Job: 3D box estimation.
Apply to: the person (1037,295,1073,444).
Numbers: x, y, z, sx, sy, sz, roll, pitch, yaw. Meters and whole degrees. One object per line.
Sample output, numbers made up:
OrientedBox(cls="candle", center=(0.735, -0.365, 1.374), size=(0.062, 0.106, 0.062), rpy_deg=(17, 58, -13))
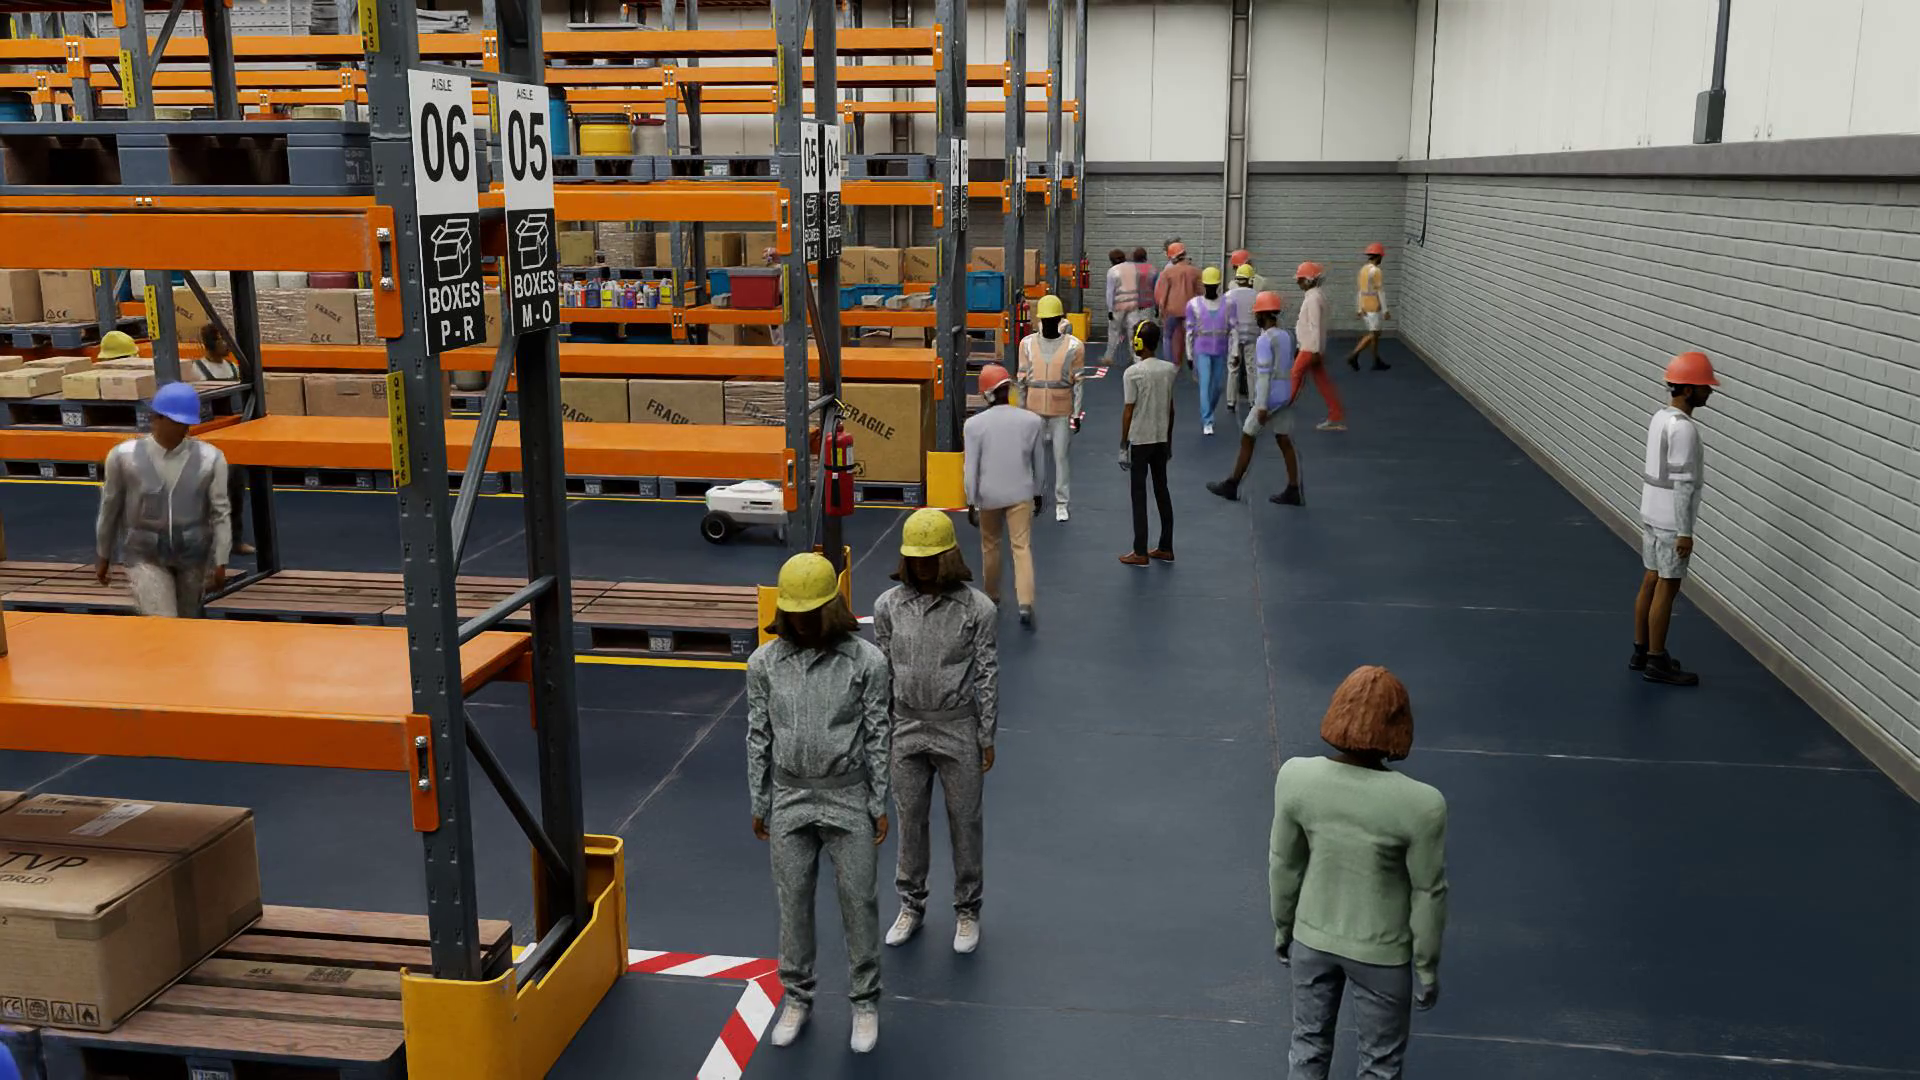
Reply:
OrientedBox(cls="person", center=(1.033, -1.851, 18.166), size=(0.313, 1.630, 0.527), rpy_deg=(-11, 17, -41))

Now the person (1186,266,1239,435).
OrientedBox(cls="person", center=(2.881, -2.191, 19.089), size=(0.608, 1.901, 0.780), rpy_deg=(-1, 13, -3))

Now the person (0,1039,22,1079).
OrientedBox(cls="person", center=(-1.264, 1.506, 2.369), size=(0.621, 1.925, 0.703), rpy_deg=(5, 14, 23))

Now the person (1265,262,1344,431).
OrientedBox(cls="person", center=(3.969, -2.213, 19.108), size=(1.034, 1.934, 0.647), rpy_deg=(3, 13, 14))

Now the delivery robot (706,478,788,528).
OrientedBox(cls="delivery robot", center=(-1.674, -0.305, 13.419), size=(0.707, 0.478, 0.477), rpy_deg=(2, 13, 10))

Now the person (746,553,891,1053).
OrientedBox(cls="person", center=(-0.478, 0.884, 5.591), size=(0.489, 1.731, 0.320), rpy_deg=(1, 13, 6))

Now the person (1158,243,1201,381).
OrientedBox(cls="person", center=(3.149, -3.268, 23.839), size=(0.660, 1.945, 0.736), rpy_deg=(-4, 13, -17))

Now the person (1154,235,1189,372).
OrientedBox(cls="person", center=(3.161, -3.541, 24.856), size=(0.536, 2.000, 0.678), rpy_deg=(4, 13, 19))

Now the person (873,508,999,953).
OrientedBox(cls="person", center=(-0.097, 0.728, 6.293), size=(0.487, 1.736, 0.340), rpy_deg=(3, 13, 13))

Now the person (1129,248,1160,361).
OrientedBox(cls="person", center=(2.800, -3.632, 25.852), size=(0.641, 1.787, 0.980), rpy_deg=(2, 13, 10))

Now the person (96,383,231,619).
OrientedBox(cls="person", center=(-4.240, 0.084, 8.888), size=(0.658, 1.868, 0.989), rpy_deg=(-8, 15, -32))

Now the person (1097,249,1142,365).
OrientedBox(cls="person", center=(2.497, -3.540, 25.432), size=(0.739, 1.783, 0.899), rpy_deg=(-6, 14, -25))

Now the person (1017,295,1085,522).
OrientedBox(cls="person", center=(0.763, -1.117, 14.172), size=(0.585, 1.927, 0.366), rpy_deg=(3, 13, 13))

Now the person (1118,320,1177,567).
OrientedBox(cls="person", center=(1.421, -0.727, 12.584), size=(0.511, 1.859, 0.332), rpy_deg=(-8, 15, -33))

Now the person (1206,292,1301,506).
OrientedBox(cls="person", center=(2.693, -1.271, 14.938), size=(0.945, 1.890, 0.576), rpy_deg=(9, 15, 36))

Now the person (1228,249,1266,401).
OrientedBox(cls="person", center=(3.729, -2.764, 21.530), size=(0.637, 1.961, 0.629), rpy_deg=(-7, 14, -28))

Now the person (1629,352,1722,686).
OrientedBox(cls="person", center=(4.163, -0.128, 9.683), size=(0.362, 1.938, 0.545), rpy_deg=(1, 13, 6))

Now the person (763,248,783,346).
OrientedBox(cls="person", center=(-2.629, -3.167, 23.488), size=(0.404, 1.903, 0.636), rpy_deg=(-1, 13, -6))

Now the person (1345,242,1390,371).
OrientedBox(cls="person", center=(6.134, -3.475, 24.842), size=(0.768, 1.914, 0.555), rpy_deg=(-2, 13, -10))

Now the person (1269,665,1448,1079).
OrientedBox(cls="person", center=(1.097, 1.144, 4.636), size=(0.502, 1.632, 0.279), rpy_deg=(9, 15, 35))

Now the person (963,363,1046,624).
OrientedBox(cls="person", center=(0.300, -0.319, 11.056), size=(0.569, 1.714, 0.876), rpy_deg=(-2, 13, -7))

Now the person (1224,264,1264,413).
OrientedBox(cls="person", center=(3.502, -2.483, 20.565), size=(0.592, 1.828, 0.404), rpy_deg=(3, 13, 15))

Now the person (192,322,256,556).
OrientedBox(cls="person", center=(-5.660, -0.764, 12.805), size=(0.390, 1.826, 0.531), rpy_deg=(5, 13, 20))
